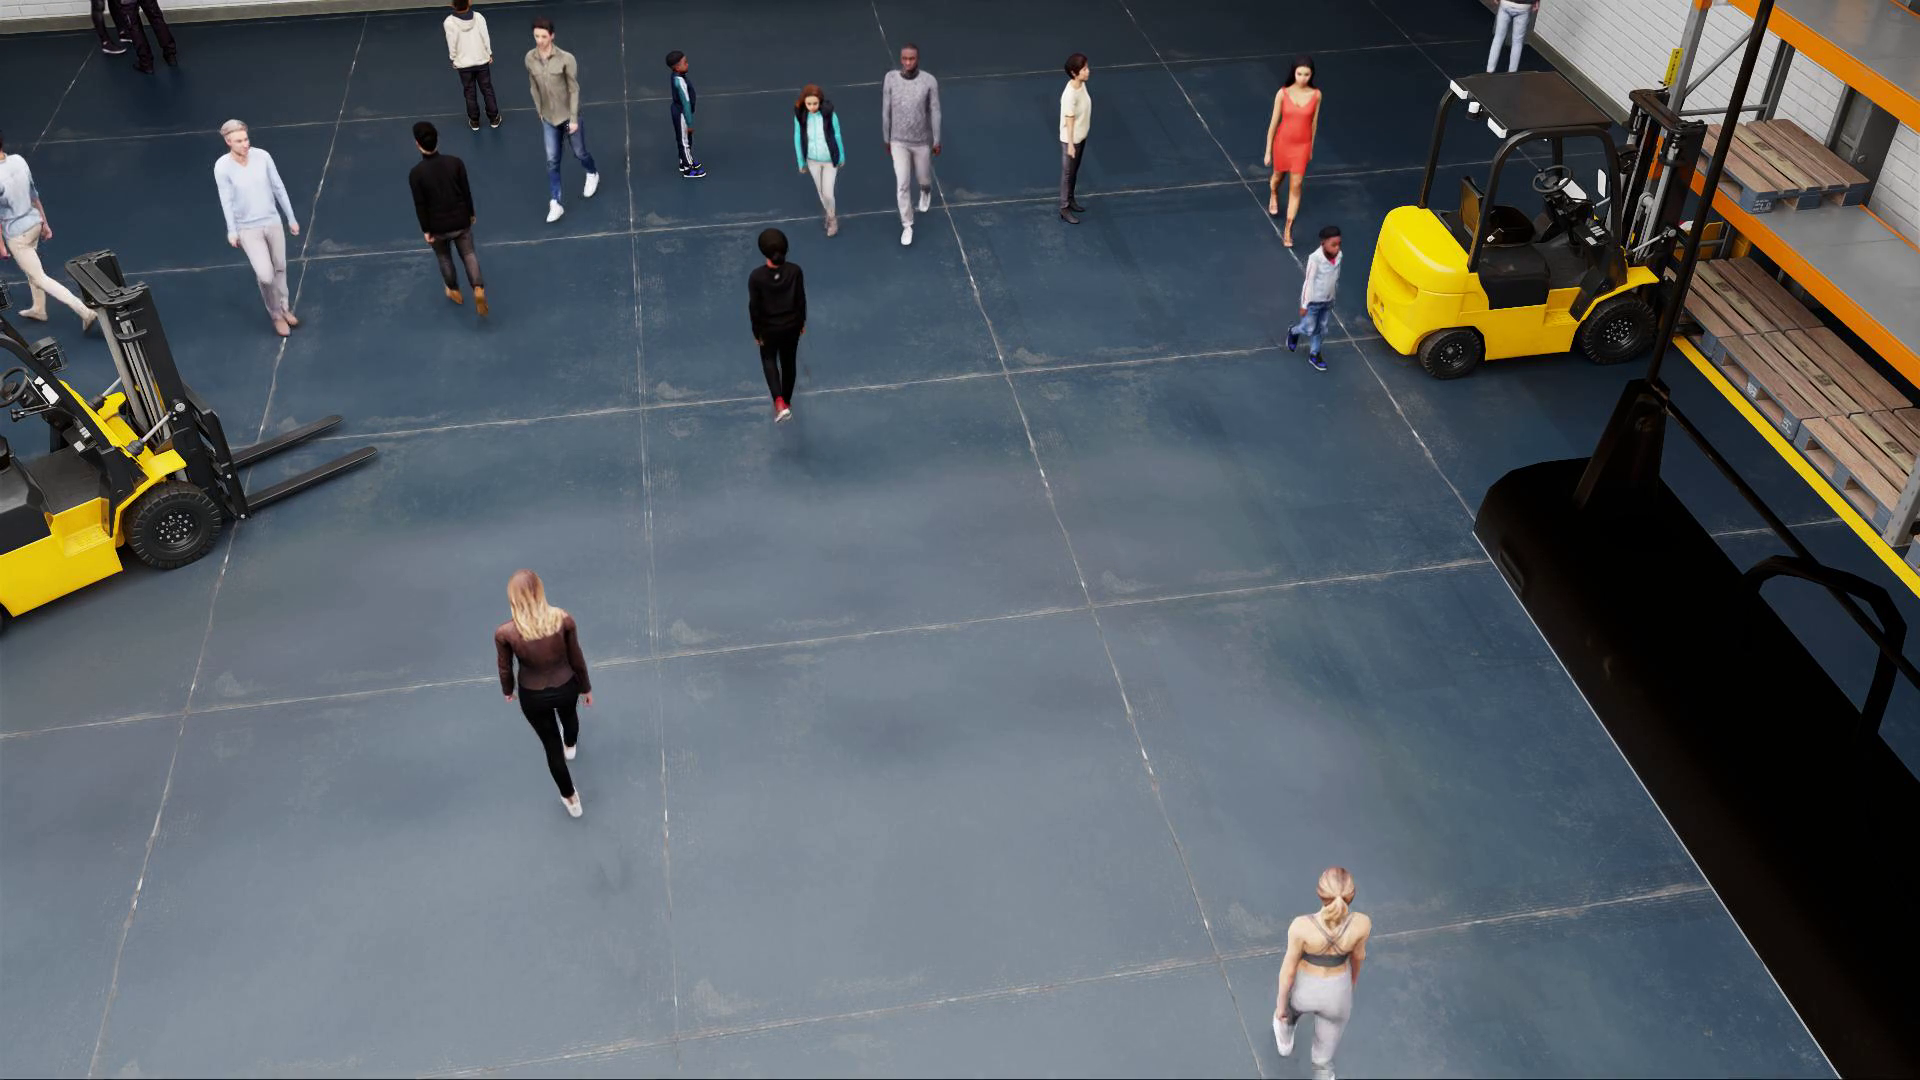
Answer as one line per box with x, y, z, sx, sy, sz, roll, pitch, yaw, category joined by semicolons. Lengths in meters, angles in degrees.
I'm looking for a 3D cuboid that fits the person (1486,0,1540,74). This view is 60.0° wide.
5.935;-5.736;17.740;0.721;1.835;0.767;21;43;24;person

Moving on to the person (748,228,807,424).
-1.364;-1.594;12.690;0.628;1.665;0.794;-10;40;-12;person

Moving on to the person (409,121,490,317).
-4.287;-2.678;14.016;0.824;1.704;1.035;-19;42;-22;person

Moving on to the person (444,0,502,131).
-4.994;-4.922;17.022;0.601;1.458;0.556;-11;40;-14;person

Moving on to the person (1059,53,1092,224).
1.055;-3.738;15.437;0.717;1.587;0.579;12;40;14;person

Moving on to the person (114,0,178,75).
-9.030;-6.069;18.096;0.801;1.911;0.771;29;47;31;person

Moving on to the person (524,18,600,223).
-3.677;-3.998;15.565;0.949;1.834;1.243;7;39;9;person

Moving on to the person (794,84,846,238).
-1.257;-3.555;15.299;0.688;1.472;0.737;4;39;5;person

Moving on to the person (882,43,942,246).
-0.428;-3.664;15.159;0.877;1.819;1.098;4;39;6;person

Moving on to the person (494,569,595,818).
-2.335;0.933;9.516;0.773;1.678;1.010;-15;41;-18;person

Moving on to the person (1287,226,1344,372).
2.891;-2.009;13.539;0.572;1.253;0.728;-15;41;-17;person

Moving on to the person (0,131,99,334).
-7.666;-2.518;13.726;1.040;1.815;1.189;9;40;12;person

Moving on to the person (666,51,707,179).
-2.711;-4.177;16.252;0.575;1.255;0.438;-10;40;-13;person

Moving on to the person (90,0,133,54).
-9.664;-6.417;18.594;0.805;1.834;0.659;7;39;8;person

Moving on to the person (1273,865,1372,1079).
1.719;2.238;7.893;0.746;1.663;1.186;2;39;2;person

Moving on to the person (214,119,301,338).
-5.860;-2.627;13.811;0.919;1.880;0.870;32;48;33;person

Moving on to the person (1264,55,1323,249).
3.018;-3.613;15.201;0.781;1.685;1.174;2;39;3;person
